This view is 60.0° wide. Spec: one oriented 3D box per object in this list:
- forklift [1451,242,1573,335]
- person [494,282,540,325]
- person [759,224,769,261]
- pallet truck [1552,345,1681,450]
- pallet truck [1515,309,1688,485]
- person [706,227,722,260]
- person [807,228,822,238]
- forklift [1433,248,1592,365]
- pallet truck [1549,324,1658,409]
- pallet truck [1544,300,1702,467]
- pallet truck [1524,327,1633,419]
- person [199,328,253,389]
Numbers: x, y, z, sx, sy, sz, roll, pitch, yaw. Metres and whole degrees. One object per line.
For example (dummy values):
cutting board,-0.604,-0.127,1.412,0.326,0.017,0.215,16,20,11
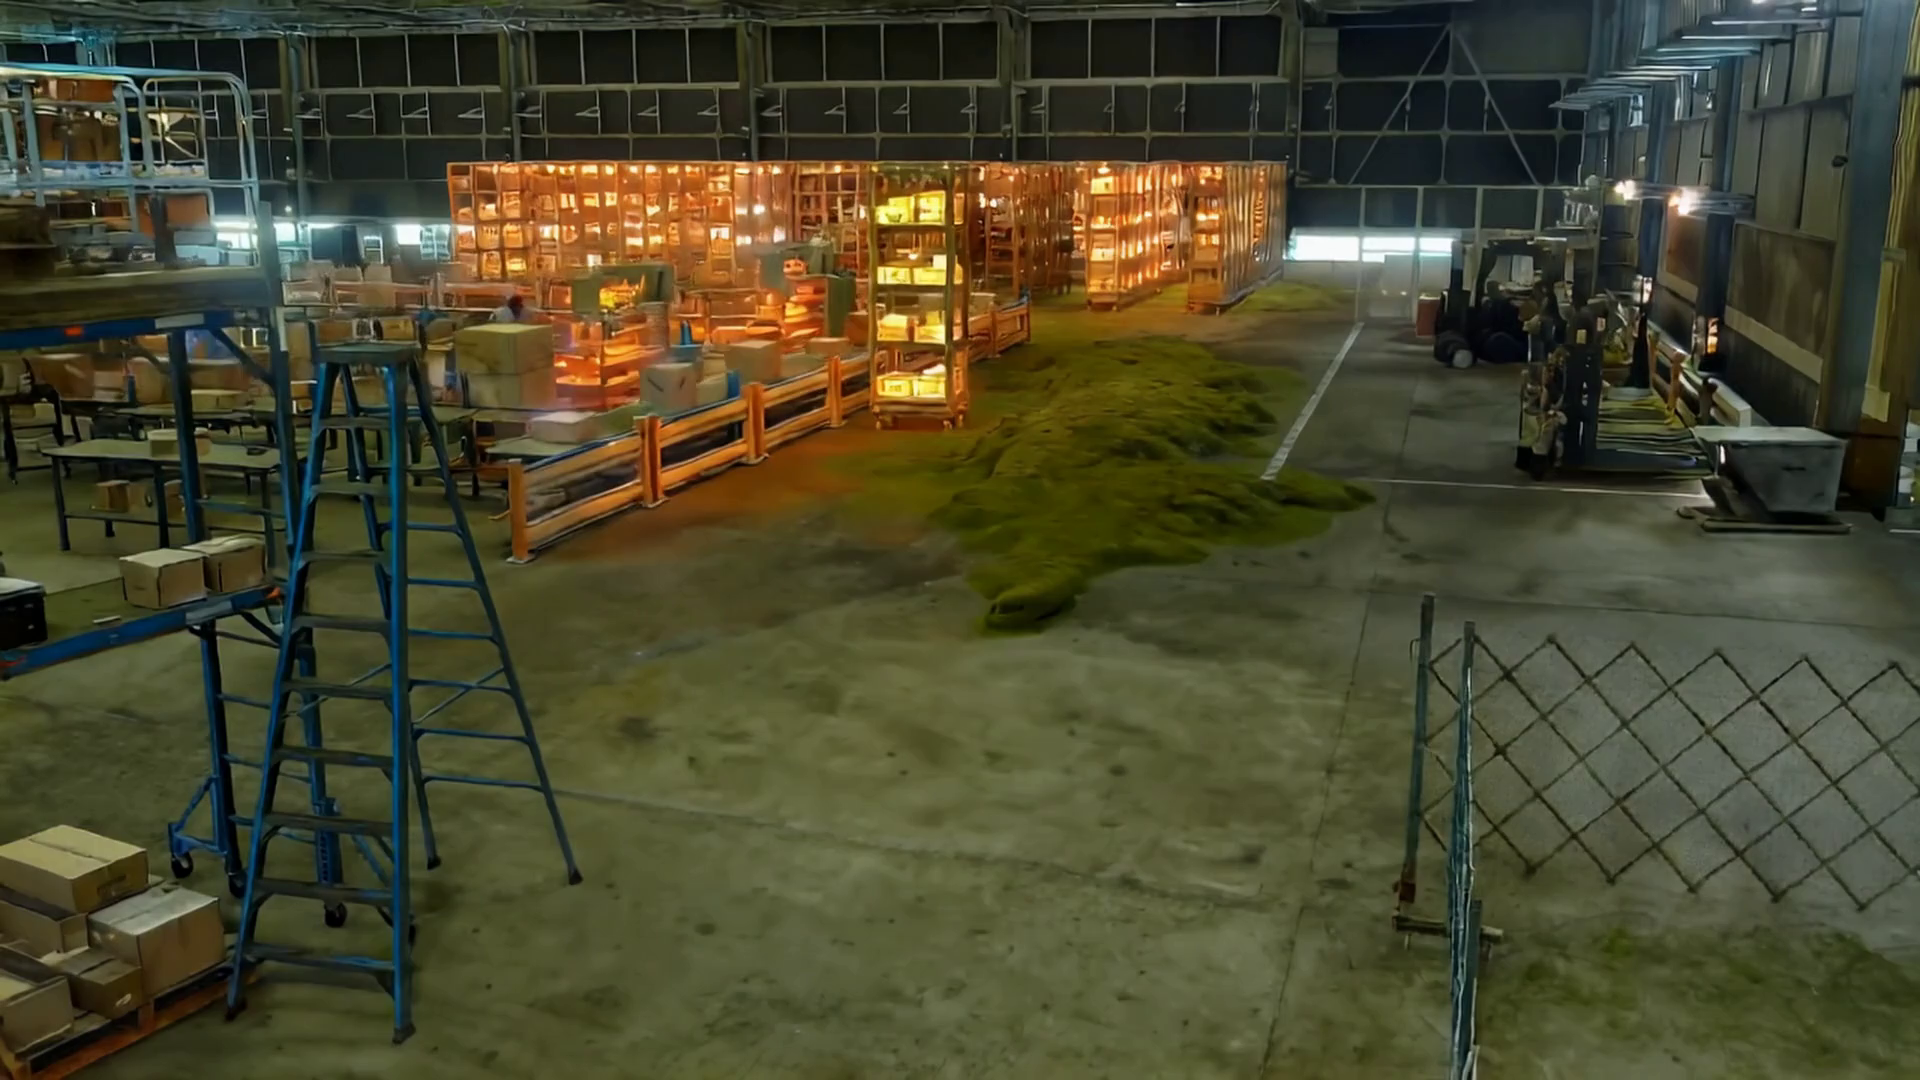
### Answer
forklift,10.464,-4.597,31.405,2.680,1.987,1.157,4,14,16
person,-6.339,-2.701,23.855,0.756,2.016,0.602,-10,16,-37
person,-5.982,-8.886,50.992,0.668,1.803,0.632,6,14,23
pallet truck,8.641,-1.896,21.908,1.630,1.274,0.653,4,14,16
pallet truck,7.554,-1.677,19.446,1.885,1.965,0.823,3,13,14
person,-7.356,-8.751,50.005,0.612,1.994,0.395,1,13,3
person,-4.597,-9.366,53.129,0.585,1.800,0.977,1,13,5
forklift,9.780,-4.111,29.280,2.680,1.987,1.157,3,13,14
pallet truck,9.824,-2.669,25.407,1.601,1.201,0.680,4,14,16
pallet truck,8.263,-1.952,20.631,1.885,1.965,0.823,5,14,20
pallet truck,9.065,-2.460,24.370,1.522,1.261,0.704,3,13,14
person,-11.772,-3.248,26.492,0.679,1.868,0.905,6,14,23
